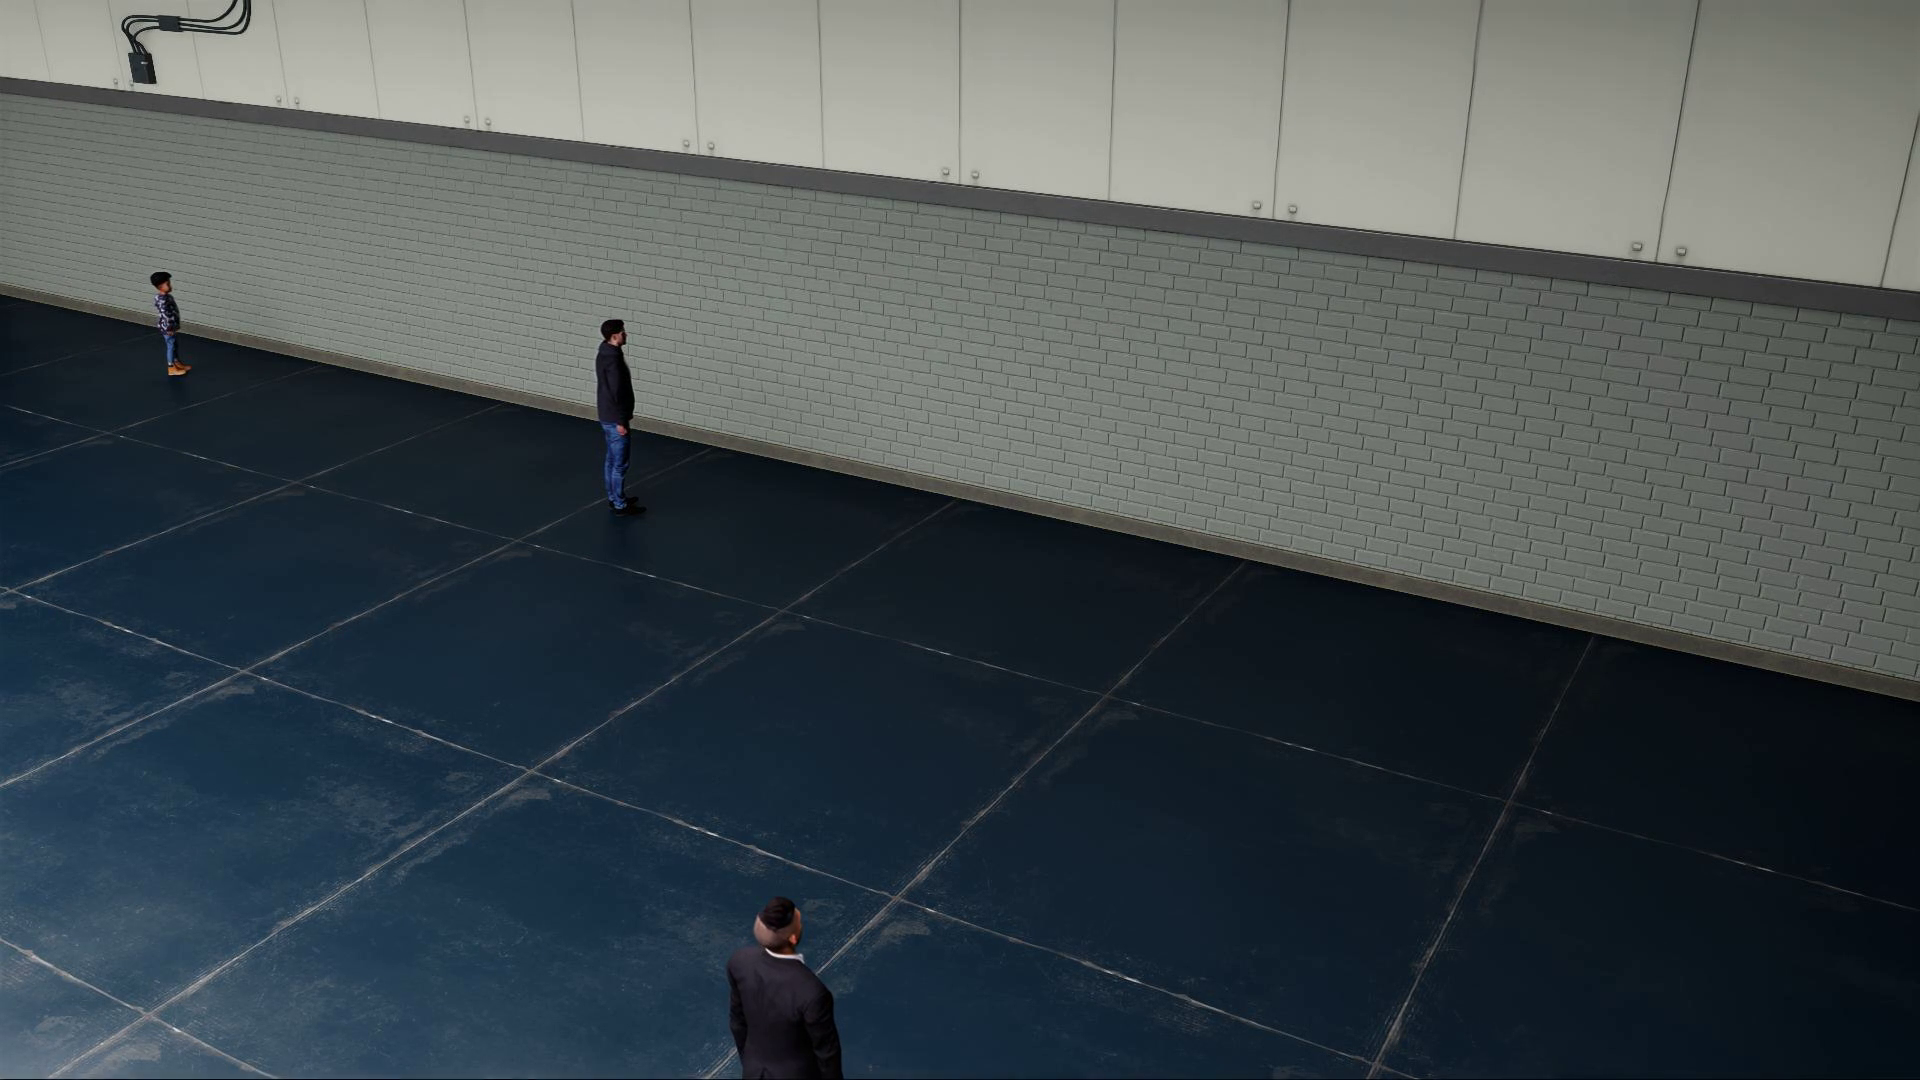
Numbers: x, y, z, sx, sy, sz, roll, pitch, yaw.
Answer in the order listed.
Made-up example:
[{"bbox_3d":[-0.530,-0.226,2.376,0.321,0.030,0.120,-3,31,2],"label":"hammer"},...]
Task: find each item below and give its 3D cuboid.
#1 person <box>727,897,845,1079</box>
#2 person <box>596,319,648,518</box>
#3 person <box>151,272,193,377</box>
[{"bbox_3d":[-0.771,2.355,7.327,0.703,1.950,0.564,13,26,28],"label":"person"},{"bbox_3d":[-3.251,-1.161,15.668,0.785,1.893,0.758,-9,25,-21],"label":"person"},{"bbox_3d":[-9.441,-2.591,19.856,0.622,1.248,0.545,-3,23,-6],"label":"person"}]
